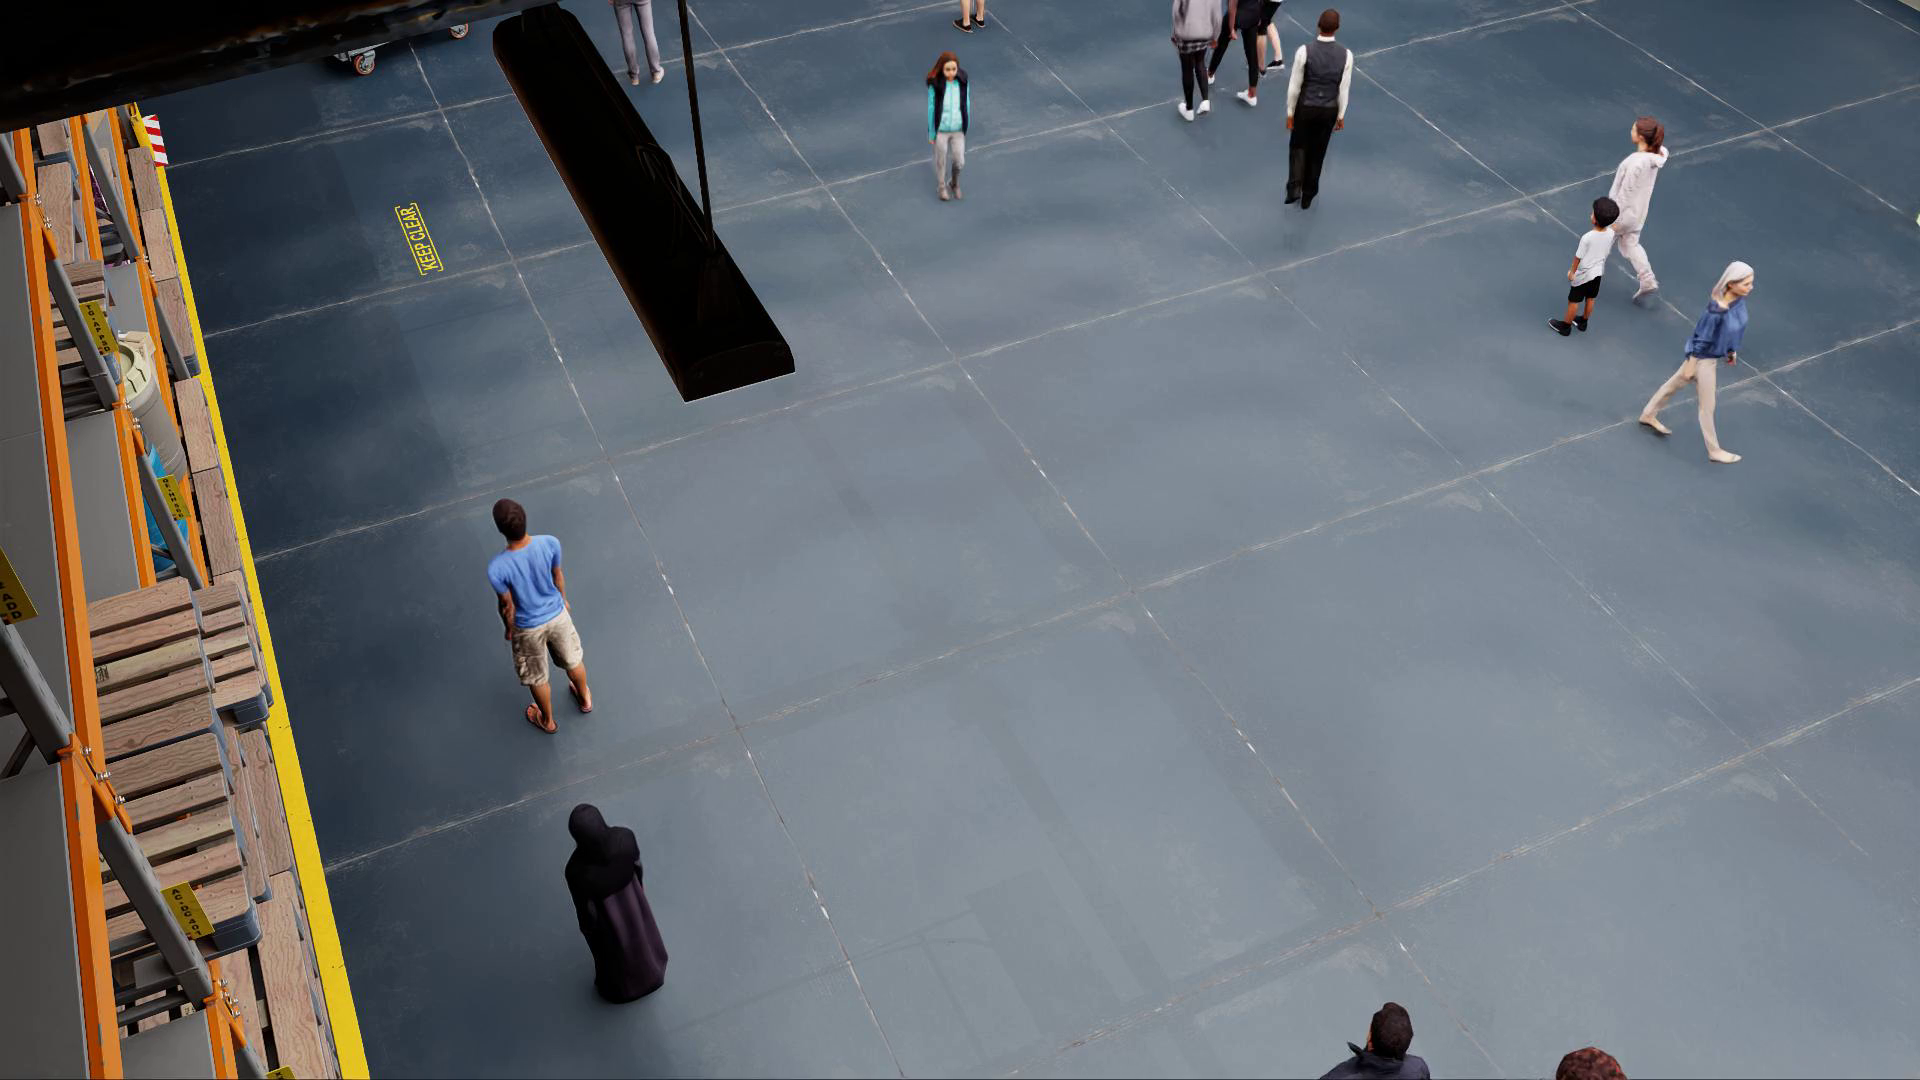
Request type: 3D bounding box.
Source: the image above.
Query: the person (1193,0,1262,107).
[{"bbox_3d":[2.852,-5.115,16.454,0.787,1.703,1.122,-24,49,-23],"label":"person"}]

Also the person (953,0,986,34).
[{"bbox_3d":[0.136,-6.189,17.685,0.611,1.559,0.620,-29,51,-27],"label":"person"}]

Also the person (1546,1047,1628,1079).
[{"bbox_3d":[2.864,2.901,8.041,0.763,1.701,0.830,8,44,8],"label":"person"}]

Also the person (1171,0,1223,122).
[{"bbox_3d":[2.311,-4.858,16.143,0.685,1.759,0.782,-9,44,-9],"label":"person"}]

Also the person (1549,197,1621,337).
[{"bbox_3d":[5.218,-2.259,13.780,0.483,1.256,0.479,-16,46,-16],"label":"person"}]

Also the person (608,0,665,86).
[{"bbox_3d":[-3.313,-5.535,16.724,0.716,1.938,0.644,-7,44,-8],"label":"person"}]

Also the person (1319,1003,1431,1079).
[{"bbox_3d":[1.900,2.904,7.889,0.855,1.905,0.789,-9,44,-9],"label":"person"}]

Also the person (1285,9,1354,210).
[{"bbox_3d":[3.189,-3.789,14.916,0.919,1.904,0.986,9,44,9],"label":"person"}]

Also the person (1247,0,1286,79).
[{"bbox_3d":[3.199,-5.481,16.786,0.731,1.773,0.765,-30,51,-28],"label":"person"}]

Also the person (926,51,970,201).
[{"bbox_3d":[-0.138,-3.820,15.253,0.614,1.484,0.643,-10,45,-11],"label":"person"}]

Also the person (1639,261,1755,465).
[{"bbox_3d":[5.559,-1.413,12.602,1.158,1.655,0.893,32,52,29],"label":"person"}]

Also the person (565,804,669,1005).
[{"bbox_3d":[-1.901,1.973,9.078,0.678,1.615,0.683,-32,52,-29],"label":"person"}]

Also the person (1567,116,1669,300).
[{"bbox_3d":[5.689,-2.750,13.996,0.780,1.669,1.052,-30,51,-28],"label":"person"}]

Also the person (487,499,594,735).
[{"bbox_3d":[-2.650,0.481,10.462,0.704,1.865,0.654,-29,51,-27],"label":"person"}]
